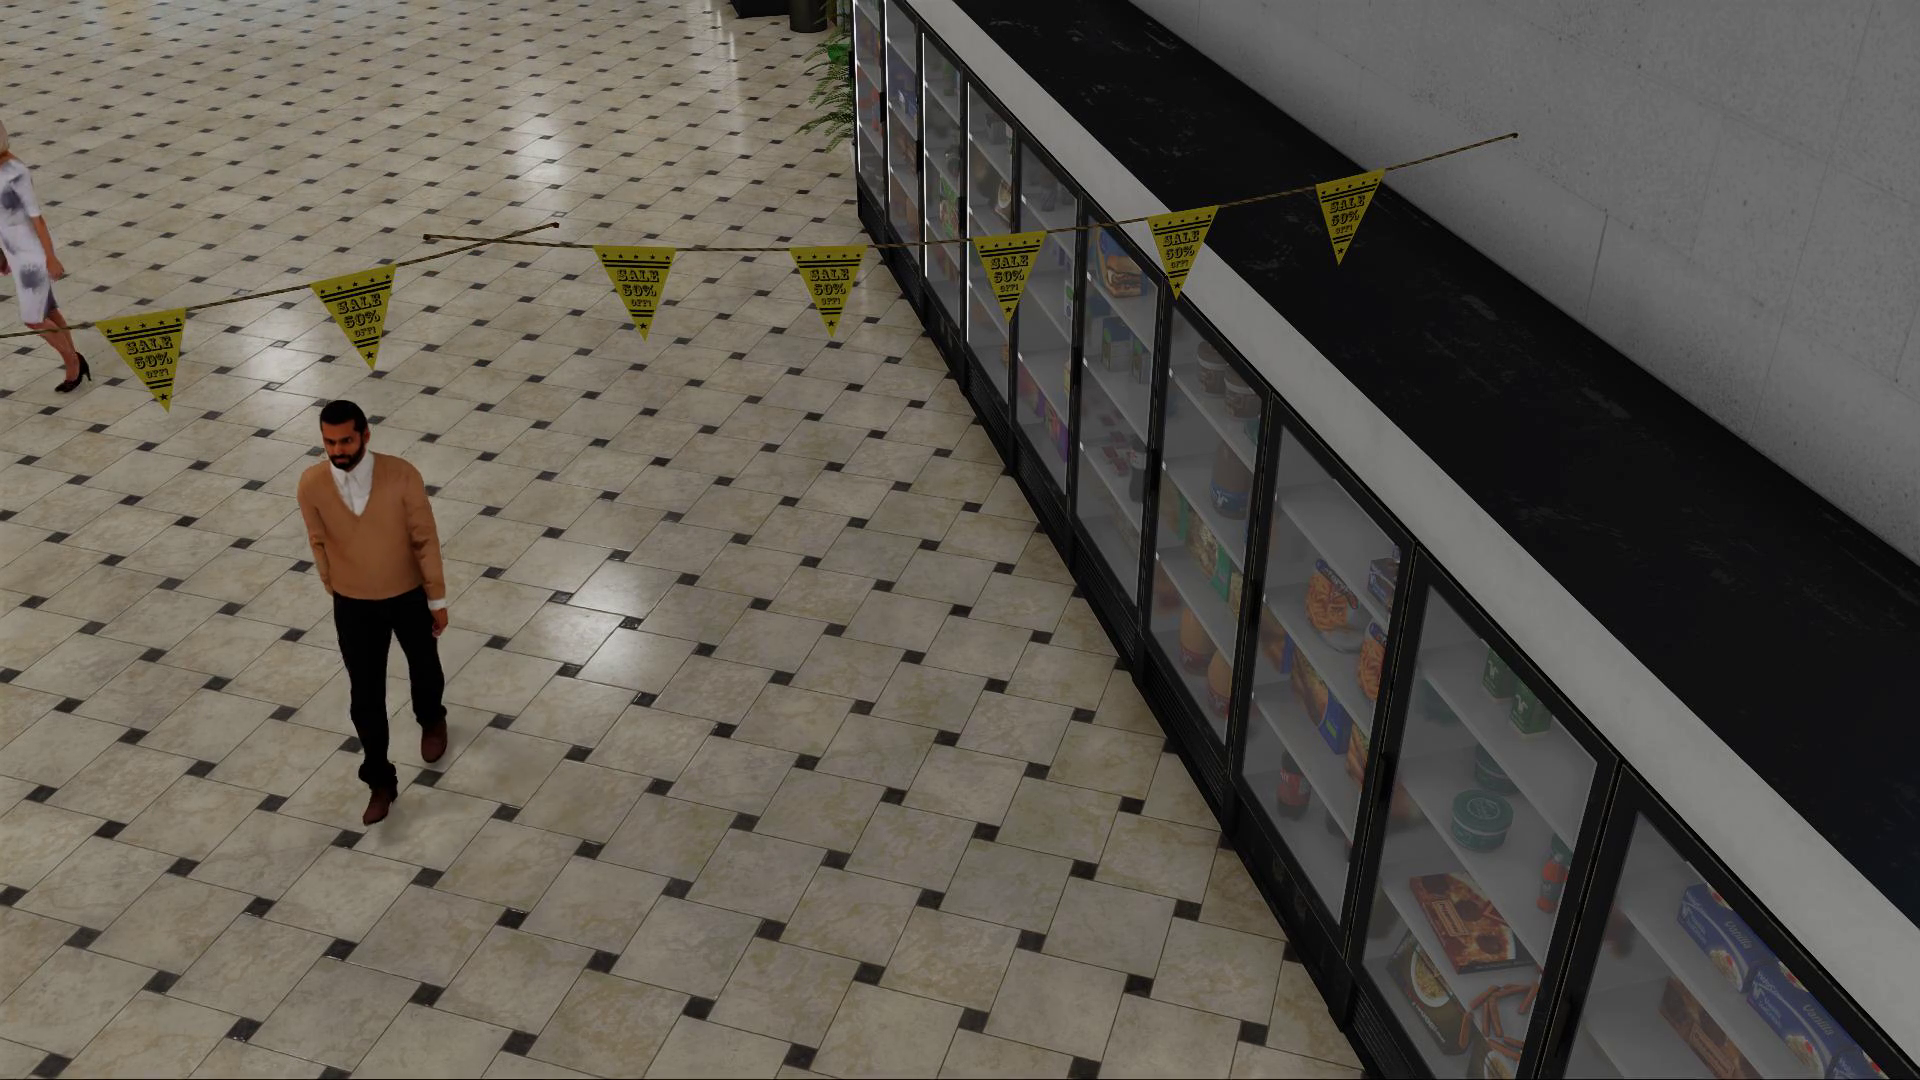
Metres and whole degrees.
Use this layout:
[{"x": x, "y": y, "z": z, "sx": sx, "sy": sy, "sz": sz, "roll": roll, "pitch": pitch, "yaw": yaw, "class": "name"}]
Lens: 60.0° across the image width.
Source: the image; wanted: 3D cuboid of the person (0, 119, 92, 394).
[{"x": -5.370, "y": -1.689, "z": 9.719, "sx": 0.697, "sy": 1.737, "sz": 0.749, "roll": 19, "pitch": 37, "yaw": 28, "class": "person"}]

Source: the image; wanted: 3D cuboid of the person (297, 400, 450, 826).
[{"x": -2.301, "y": 0.185, "z": 6.720, "sx": 0.936, "sy": 1.723, "sz": 0.742, "roll": -7, "pitch": 33, "yaw": -11, "class": "person"}]
